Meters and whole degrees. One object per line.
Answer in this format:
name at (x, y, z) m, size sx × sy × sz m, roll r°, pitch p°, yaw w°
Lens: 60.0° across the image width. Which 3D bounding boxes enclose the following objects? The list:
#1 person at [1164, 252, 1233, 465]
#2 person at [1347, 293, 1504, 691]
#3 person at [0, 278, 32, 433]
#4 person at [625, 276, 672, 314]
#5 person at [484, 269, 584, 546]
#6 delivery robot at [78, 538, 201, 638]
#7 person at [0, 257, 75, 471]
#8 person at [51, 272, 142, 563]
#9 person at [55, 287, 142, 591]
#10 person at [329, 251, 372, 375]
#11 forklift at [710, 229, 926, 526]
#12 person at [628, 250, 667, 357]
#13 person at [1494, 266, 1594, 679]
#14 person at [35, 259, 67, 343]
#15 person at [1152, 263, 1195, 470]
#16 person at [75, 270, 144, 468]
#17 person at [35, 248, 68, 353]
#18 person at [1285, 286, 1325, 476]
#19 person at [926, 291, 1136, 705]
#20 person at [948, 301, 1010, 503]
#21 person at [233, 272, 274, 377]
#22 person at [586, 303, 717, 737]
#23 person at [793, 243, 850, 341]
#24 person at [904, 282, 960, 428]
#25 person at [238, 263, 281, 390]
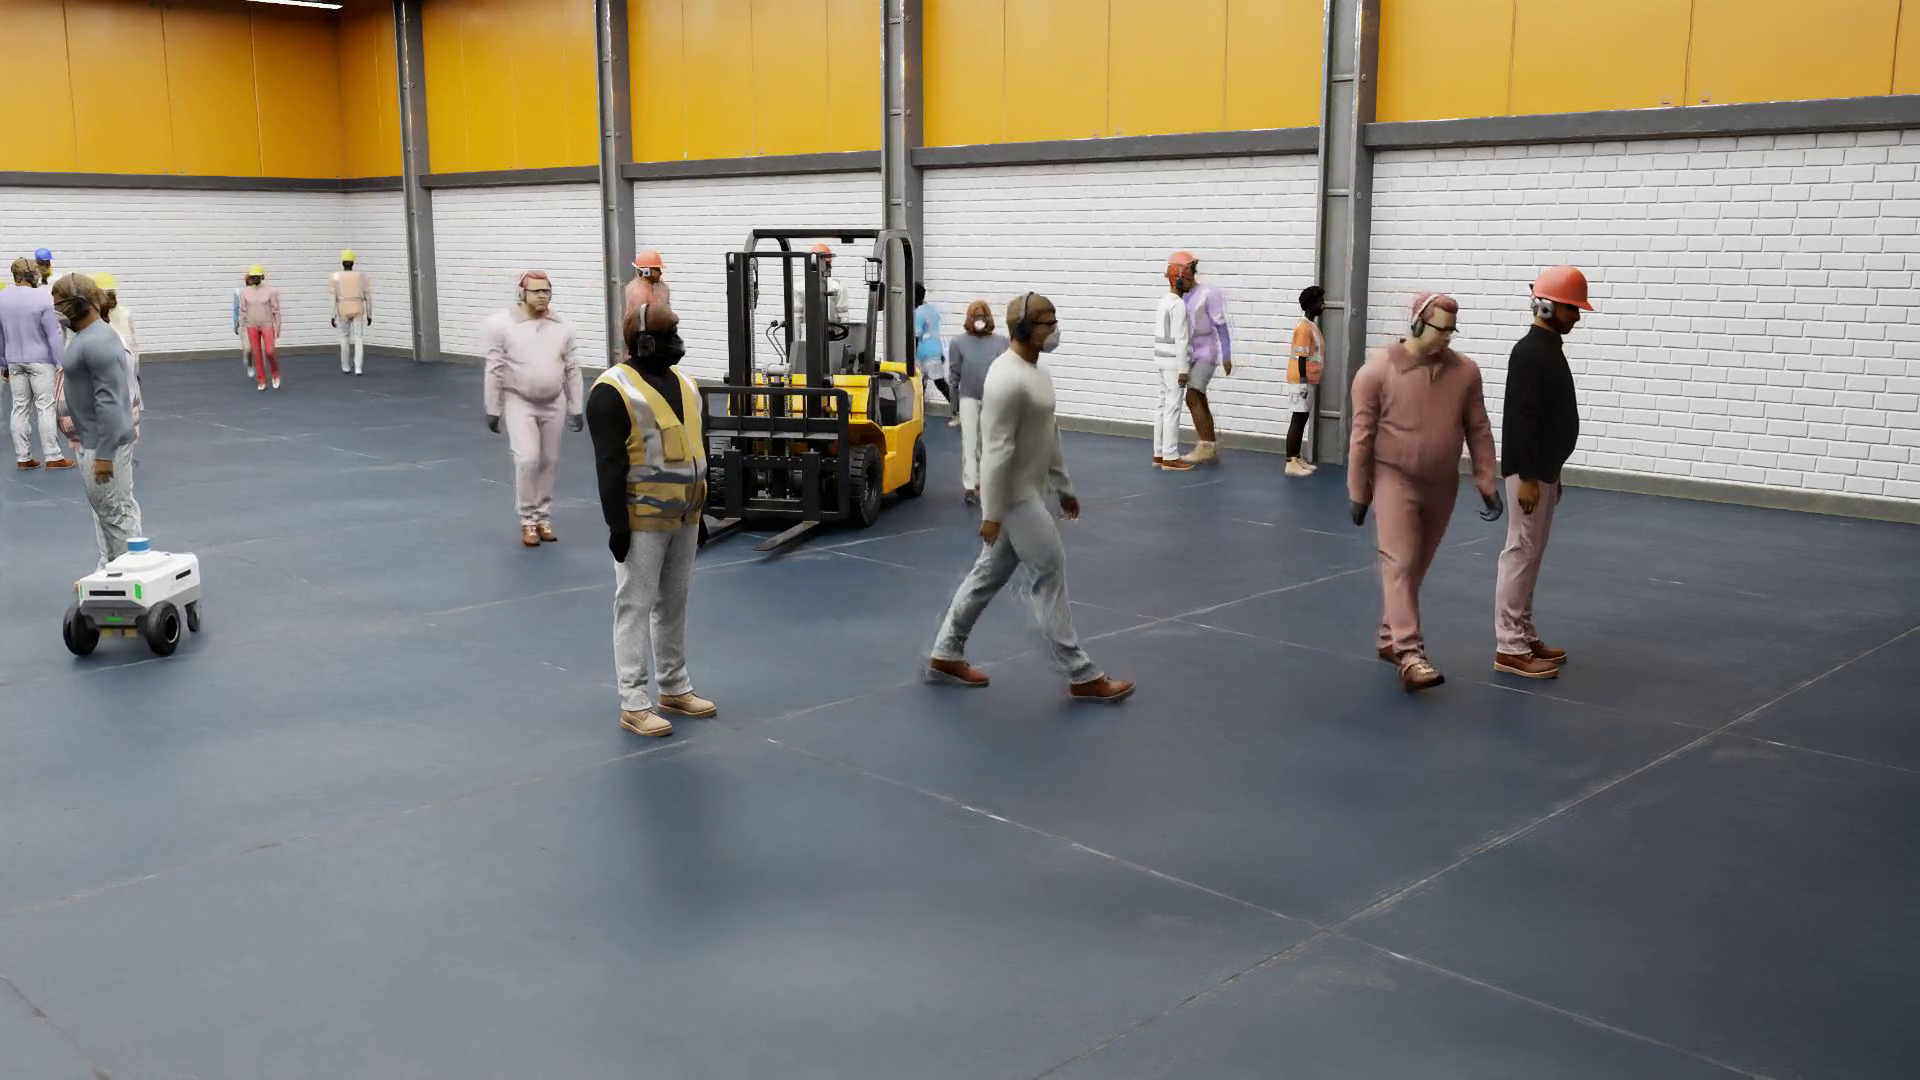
person at (2.175, -1.673, 15.445) m, size 0.651 × 1.977 × 0.711 m, roll -6°, pitch 12°, yaw -29°
person at (2.222, -0.227, 7.895) m, size 0.636 × 1.854 × 0.941 m, roll -3°, pitch 11°, yaw -17°
person at (-10.095, -1.924, 17.583) m, size 0.507 × 1.693 × 0.904 m, roll -3°, pitch 11°, yaw -16°
person at (-3.814, -2.553, 20.461) m, size 0.589 × 1.890 × 0.663 m, roll 9°, pitch 14°, yaw 40°
person at (-2.888, -0.902, 11.446) m, size 0.659 × 1.888 × 0.642 m, roll -7°, pitch 13°, yaw -34°
delivery robot at (-4.268, 0.233, 8.672) m, size 0.477 × 0.478 × 0.707 m, roll 0°, pitch 10°, yaw 0°
person at (-8.405, -1.582, 15.052) m, size 0.635 × 1.935 × 0.351 m, roll 1°, pitch 10°, yaw 4°
person at (-4.754, -0.506, 9.199) m, size 0.374 × 1.933 × 0.627 m, roll -6°, pitch 12°, yaw -31°
person at (-5.078, -0.574, 9.818) m, size 0.429 × 1.843 × 0.633 m, roll -10°, pitch 14°, yaw -42°
person at (-9.366, -3.487, 25.571) m, size 0.607 × 1.887 × 0.961 m, roll -5°, pitch 11°, yaw -23°
forklift at (-1.050, -1.319, 12.920) m, size 1.214 × 2.155 × 2.313 m, roll 2°, pitch 11°, yaw 13°
person at (-3.055, -1.841, 16.331) m, size 0.404 × 1.988 × 0.617 m, roll -1°, pitch 10°, yaw -5°
person at (2.837, -0.336, 8.126) m, size 0.392 × 1.986 × 0.610 m, roll 6°, pitch 12°, yaw 29°
person at (-11.830, -2.709, 21.529) m, size 0.505 × 1.818 × 0.985 m, roll -6°, pitch 12°, yaw -30°
person at (1.951, -1.581, 15.191) m, size 0.337 × 1.882 × 0.583 m, roll -2°, pitch 11°, yaw -10°
person at (-7.833, -1.565, 15.307) m, size 0.484 × 1.814 × 0.608 m, roll 5°, pitch 12°, yaw 26°
person at (-13.258, -3.267, 24.207) m, size 0.605 × 1.951 × 0.383 m, roll -2°, pitch 10°, yaw -8°
person at (3.075, -1.413, 14.821) m, size 0.321 × 1.689 × 0.532 m, roll 4°, pitch 11°, yaw 19°
person at (0.288, -0.195, 7.657) m, size 1.022 × 1.892 × 0.637 m, roll 2°, pitch 11°, yaw 12°
person at (0.174, -1.096, 13.298) m, size 0.510 × 1.599 × 0.769 m, roll -1°, pitch 10°, yaw -6°
person at (-10.306, -3.118, 24.271) m, size 0.543 × 1.617 × 0.482 m, roll -5°, pitch 12°, yaw -25°
person at (-1.304, -0.094, 7.197) m, size 0.429 × 1.846 × 0.625 m, roll 5°, pitch 12°, yaw 28°
person at (-1.440, -2.046, 17.295) m, size 0.608 × 2.044 × 0.370 m, roll 1°, pitch 10°, yaw 4°
person at (-0.340, -2.046, 18.442) m, size 0.946 × 1.623 × 0.538 m, roll 2°, pitch 11°, yaw 10°
person at (-9.656, -2.931, 22.934) m, size 0.532 × 1.751 × 0.409 m, roll -2°, pitch 11°, yaw -9°
